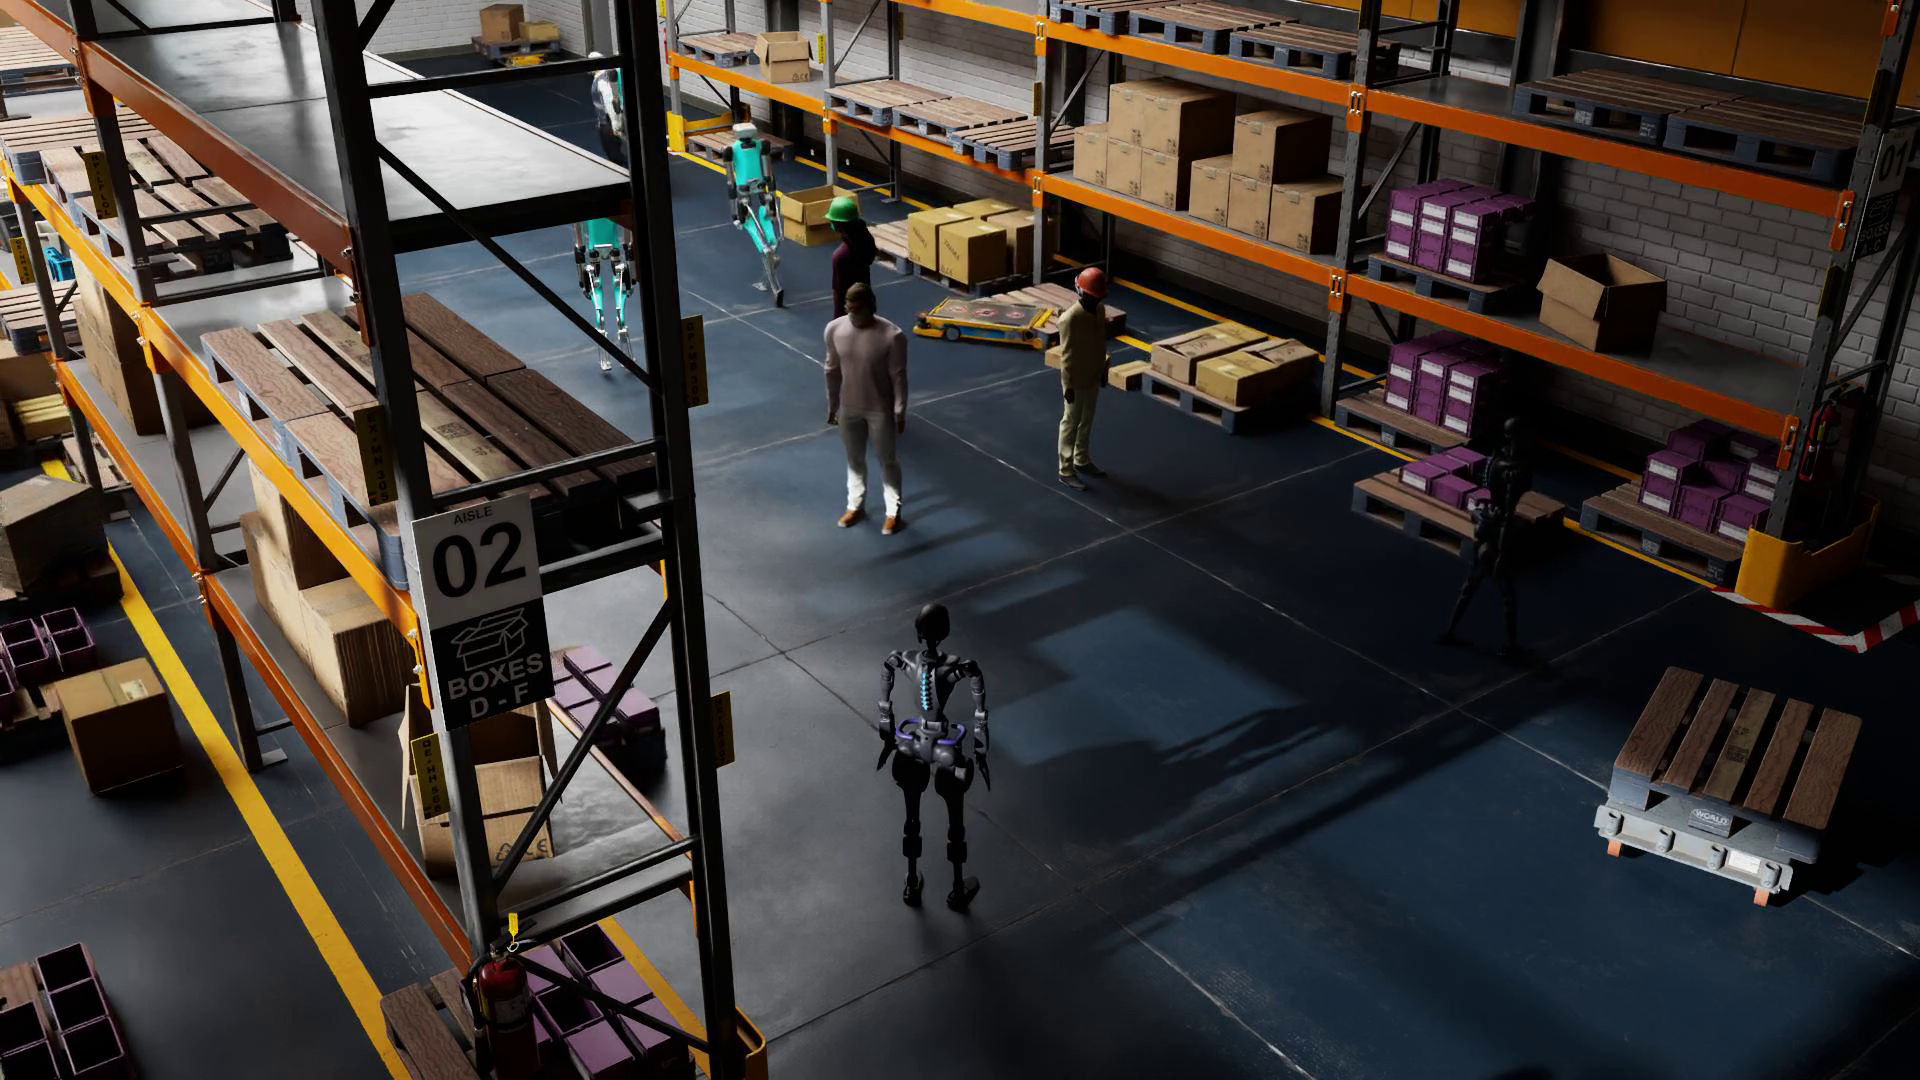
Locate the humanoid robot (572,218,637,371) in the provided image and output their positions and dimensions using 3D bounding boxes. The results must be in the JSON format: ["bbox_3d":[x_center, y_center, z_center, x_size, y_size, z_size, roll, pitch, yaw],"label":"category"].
[{"bbox_3d":[-3.146,-2.297,14.772,0.533,1.677,0.735,-4,27,-7],"label":"humanoid robot"}]

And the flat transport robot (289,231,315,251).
[{"bbox_3d":[-7.868,-3.299,18.549,1.431,0.231,0.659,15,31,28],"label":"flat transport robot"}]

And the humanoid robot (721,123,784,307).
[{"bbox_3d":[-1.969,-3.273,16.878,0.557,1.768,0.968,-16,31,-28],"label":"humanoid robot"}]

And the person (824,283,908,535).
[{"bbox_3d":[-0.678,-0.949,12.044,0.641,1.927,0.390,9,28,18],"label":"person"}]

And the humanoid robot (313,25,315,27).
[{"bbox_3d":[-8.833,-6.320,23.025,0.710,1.633,0.612,-21,33,-35],"label":"humanoid robot"}]

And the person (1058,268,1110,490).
[{"bbox_3d":[0.975,-1.263,12.856,0.336,1.741,0.562,17,32,31],"label":"person"}]

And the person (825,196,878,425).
[{"bbox_3d":[-0.904,-1.911,13.935,0.436,1.942,0.486,12,29,23],"label":"person"}]

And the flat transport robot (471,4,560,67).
[{"bbox_3d":[-7.528,-8.221,28.340,0.659,0.231,1.431,-16,31,-29],"label":"flat transport robot"}]

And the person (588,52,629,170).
[{"bbox_3d":[-4.312,-5.173,20.665,0.646,1.714,0.818,-7,28,-14],"label":"person"}]

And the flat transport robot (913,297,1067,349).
[{"bbox_3d":[0.323,-2.109,16.182,1.431,0.231,0.659,8,28,16],"label":"flat transport robot"}]

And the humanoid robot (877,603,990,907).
[{"bbox_3d":[-0.141,1.065,8.286,0.599,1.657,0.315,7,27,13],"label":"humanoid robot"}]

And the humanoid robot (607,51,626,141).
[{"bbox_3d":[-3.888,-5.099,20.347,0.533,1.677,0.735,-20,33,-34],"label":"humanoid robot"}]

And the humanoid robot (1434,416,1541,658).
[{"bbox_3d":[3.438,-0.031,10.508,0.676,1.635,0.613,4,27,9],"label":"humanoid robot"}]
